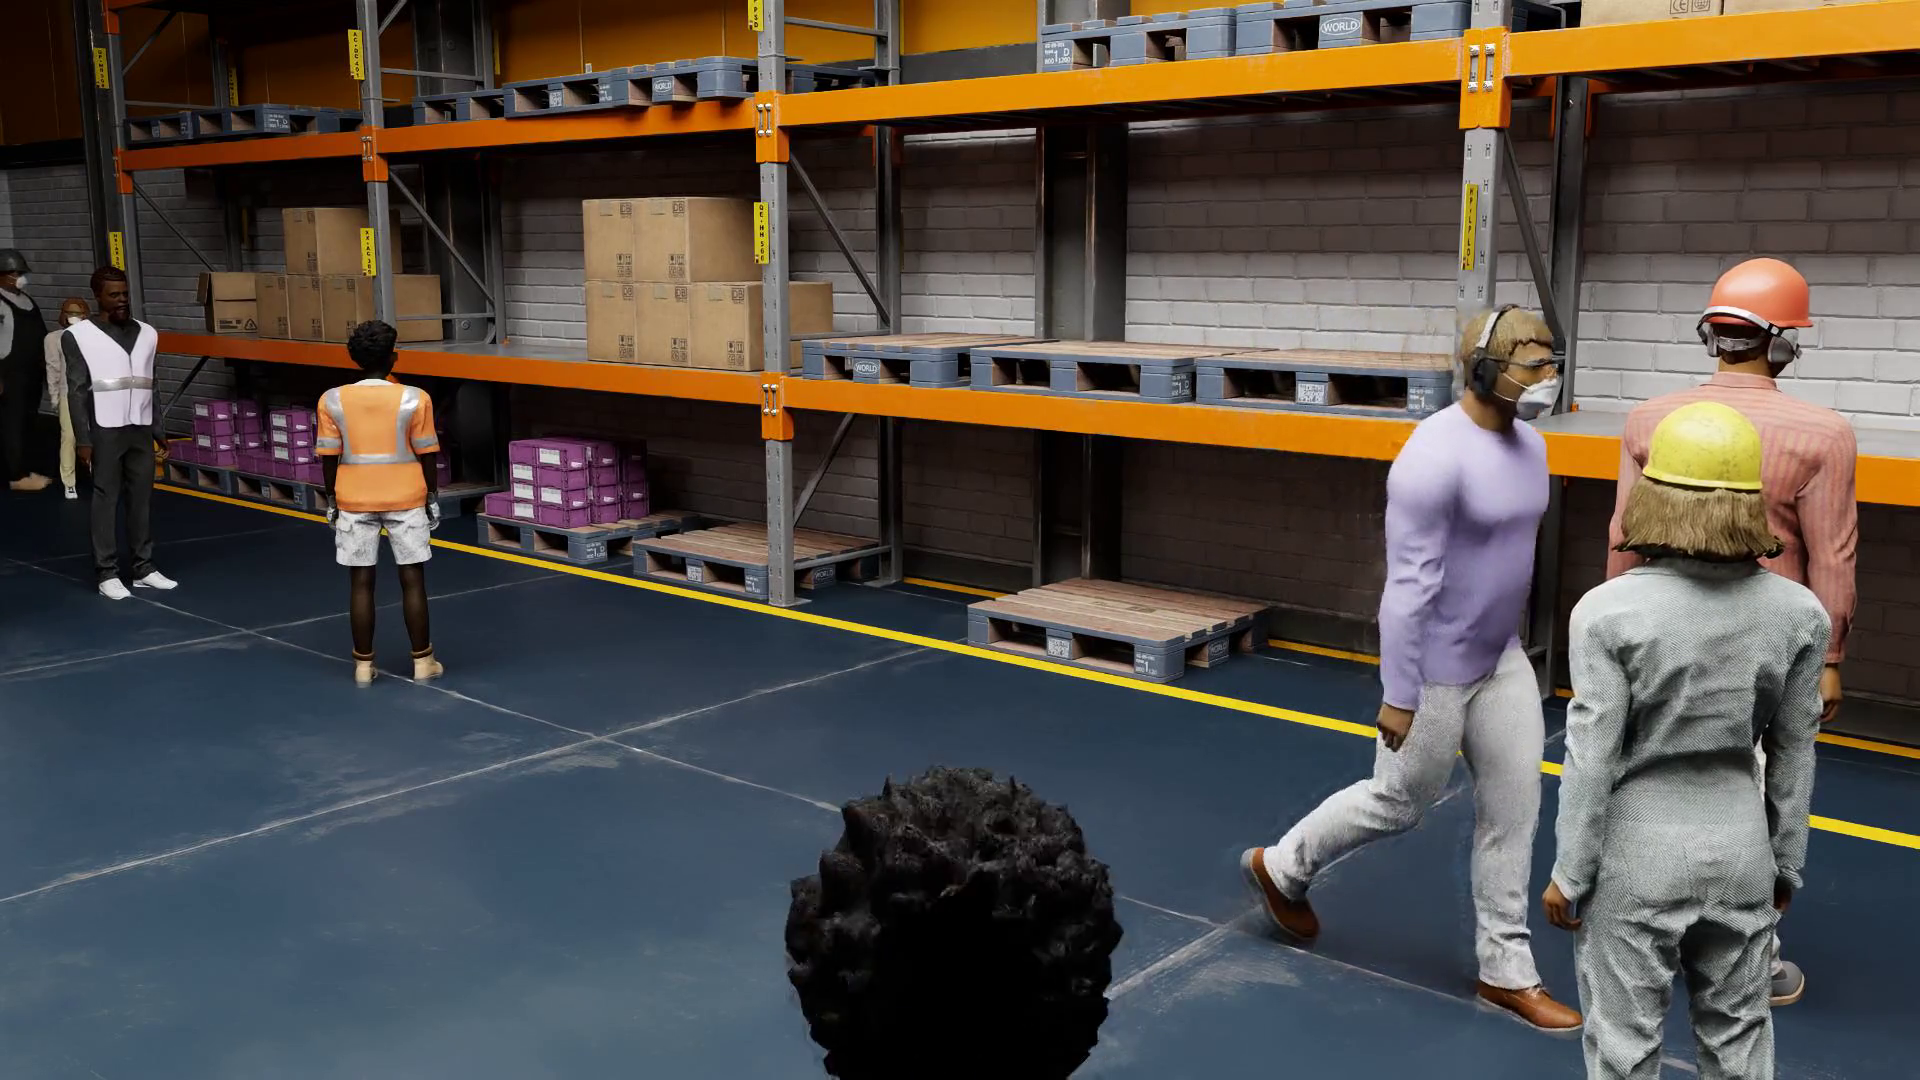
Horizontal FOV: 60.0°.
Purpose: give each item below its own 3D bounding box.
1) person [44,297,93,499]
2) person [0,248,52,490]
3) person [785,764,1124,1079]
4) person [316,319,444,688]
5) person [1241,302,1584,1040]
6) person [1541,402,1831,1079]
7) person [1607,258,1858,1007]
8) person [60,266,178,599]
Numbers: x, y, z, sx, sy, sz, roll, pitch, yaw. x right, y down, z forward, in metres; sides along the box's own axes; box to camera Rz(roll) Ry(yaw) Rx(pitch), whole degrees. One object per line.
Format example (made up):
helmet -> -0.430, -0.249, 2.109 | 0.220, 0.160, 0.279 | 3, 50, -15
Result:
person -> -7.136, -1.155, 13.521 | 0.287, 1.631, 0.501 | 9, 13, 42
person -> -7.918, -1.449, 14.028 | 0.536, 2.000, 0.689 | 0, 10, -2
person -> -0.003, 0.991, 1.165 | 0.534, 1.686, 0.400 | -2, 10, -10
person -> -2.666, -0.164, 7.682 | 0.539, 1.698, 0.319 | -2, 10, -9
person -> 1.226, 0.313, 4.452 | 0.646, 1.904, 0.932 | -9, 13, -41
person -> 1.349, 0.610, 3.153 | 0.494, 1.743, 0.308 | -1, 10, -5
person -> 2.053, 0.256, 4.450 | 0.392, 1.992, 0.623 | -10, 14, -44
person -> -4.907, -0.629, 9.708 | 0.379, 1.917, 0.597 | 5, 11, 24
